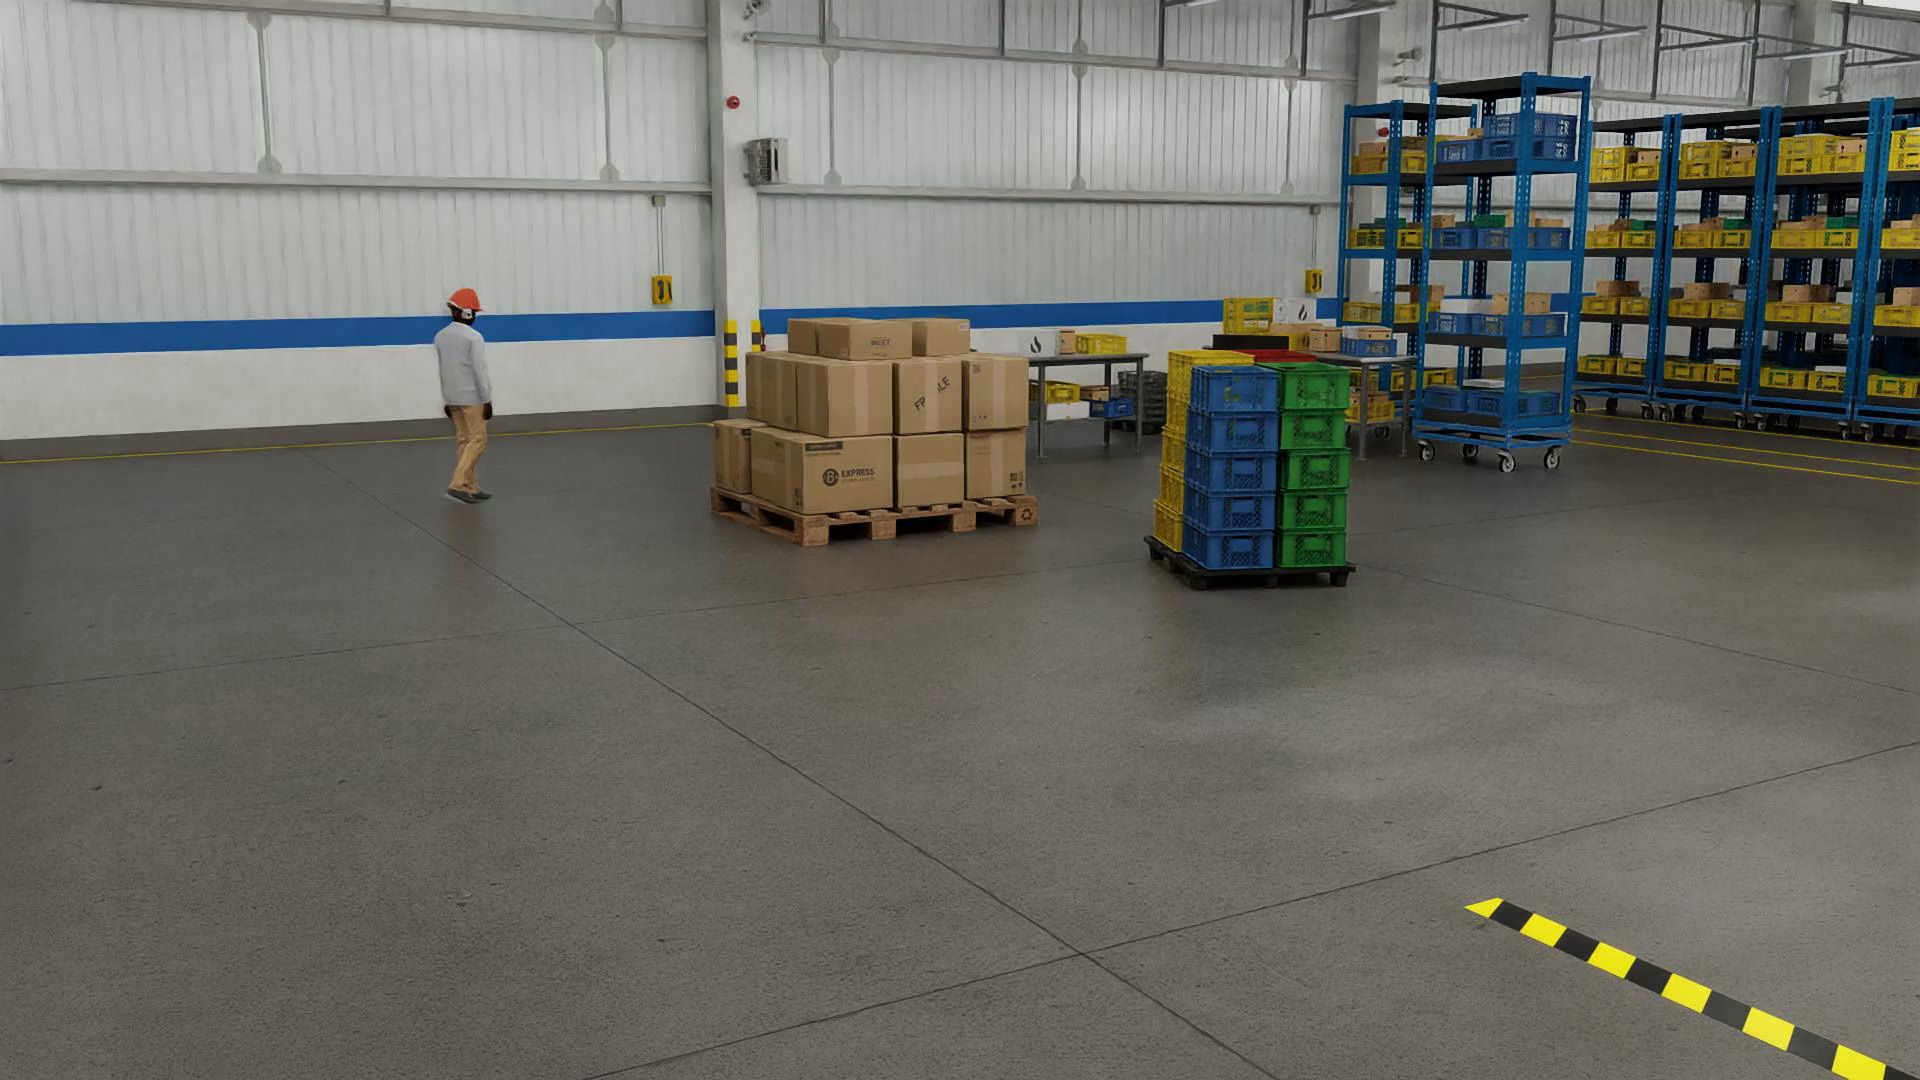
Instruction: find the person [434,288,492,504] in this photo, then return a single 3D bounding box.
[{"bbox_3d":[-3.988,-1.153,13.433,0.573,1.739,0.438,8,13,37],"label":"person"}]
